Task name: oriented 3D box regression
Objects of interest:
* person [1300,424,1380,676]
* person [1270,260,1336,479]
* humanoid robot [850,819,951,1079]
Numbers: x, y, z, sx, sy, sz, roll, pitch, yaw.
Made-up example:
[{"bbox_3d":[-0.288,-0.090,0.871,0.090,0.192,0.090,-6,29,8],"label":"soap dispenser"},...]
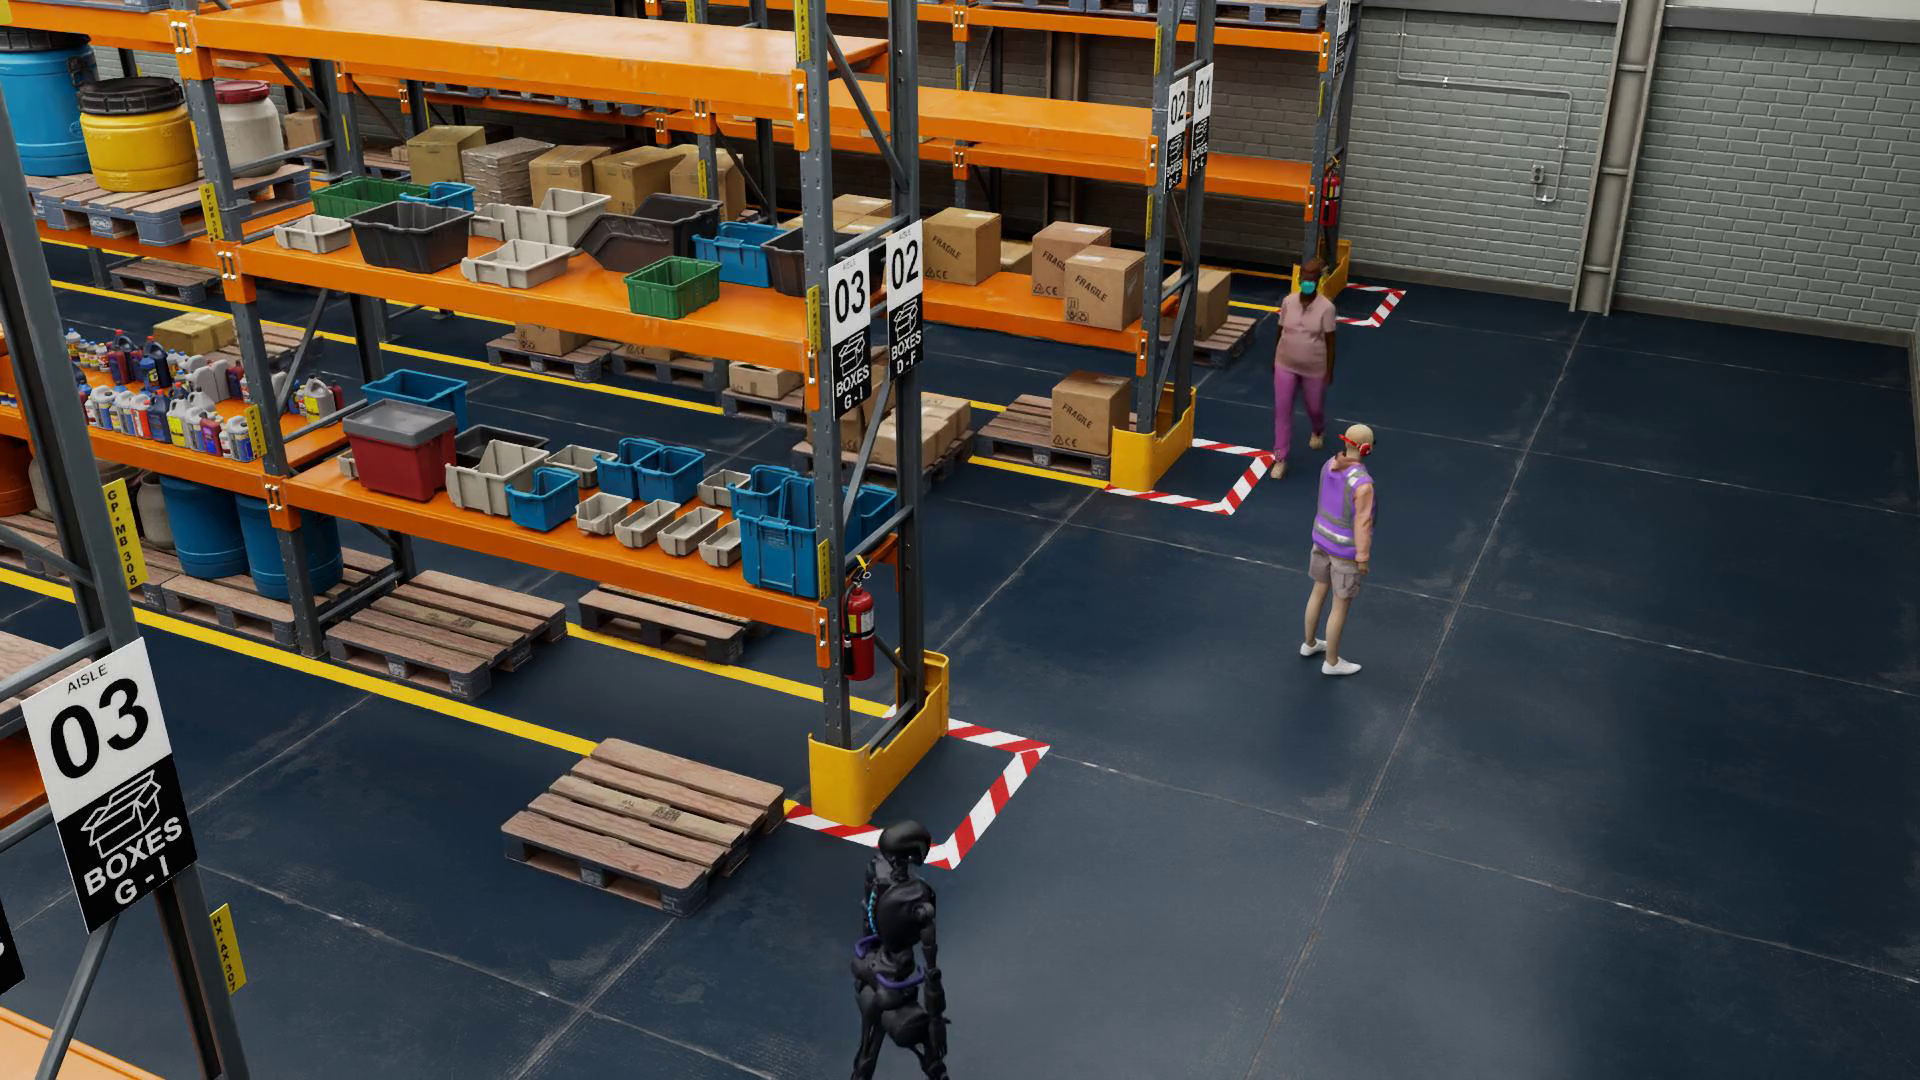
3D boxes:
[{"bbox_3d":[2.425,0.057,10.591,0.352,1.688,0.489,-11,28,-21],"label":"person"},{"bbox_3d":[2.806,-1.438,13.516,0.515,1.779,0.801,12,29,23],"label":"person"},{"bbox_3d":[-0.233,1.847,6.996,0.710,1.635,0.603,-15,30,-28],"label":"humanoid robot"}]
